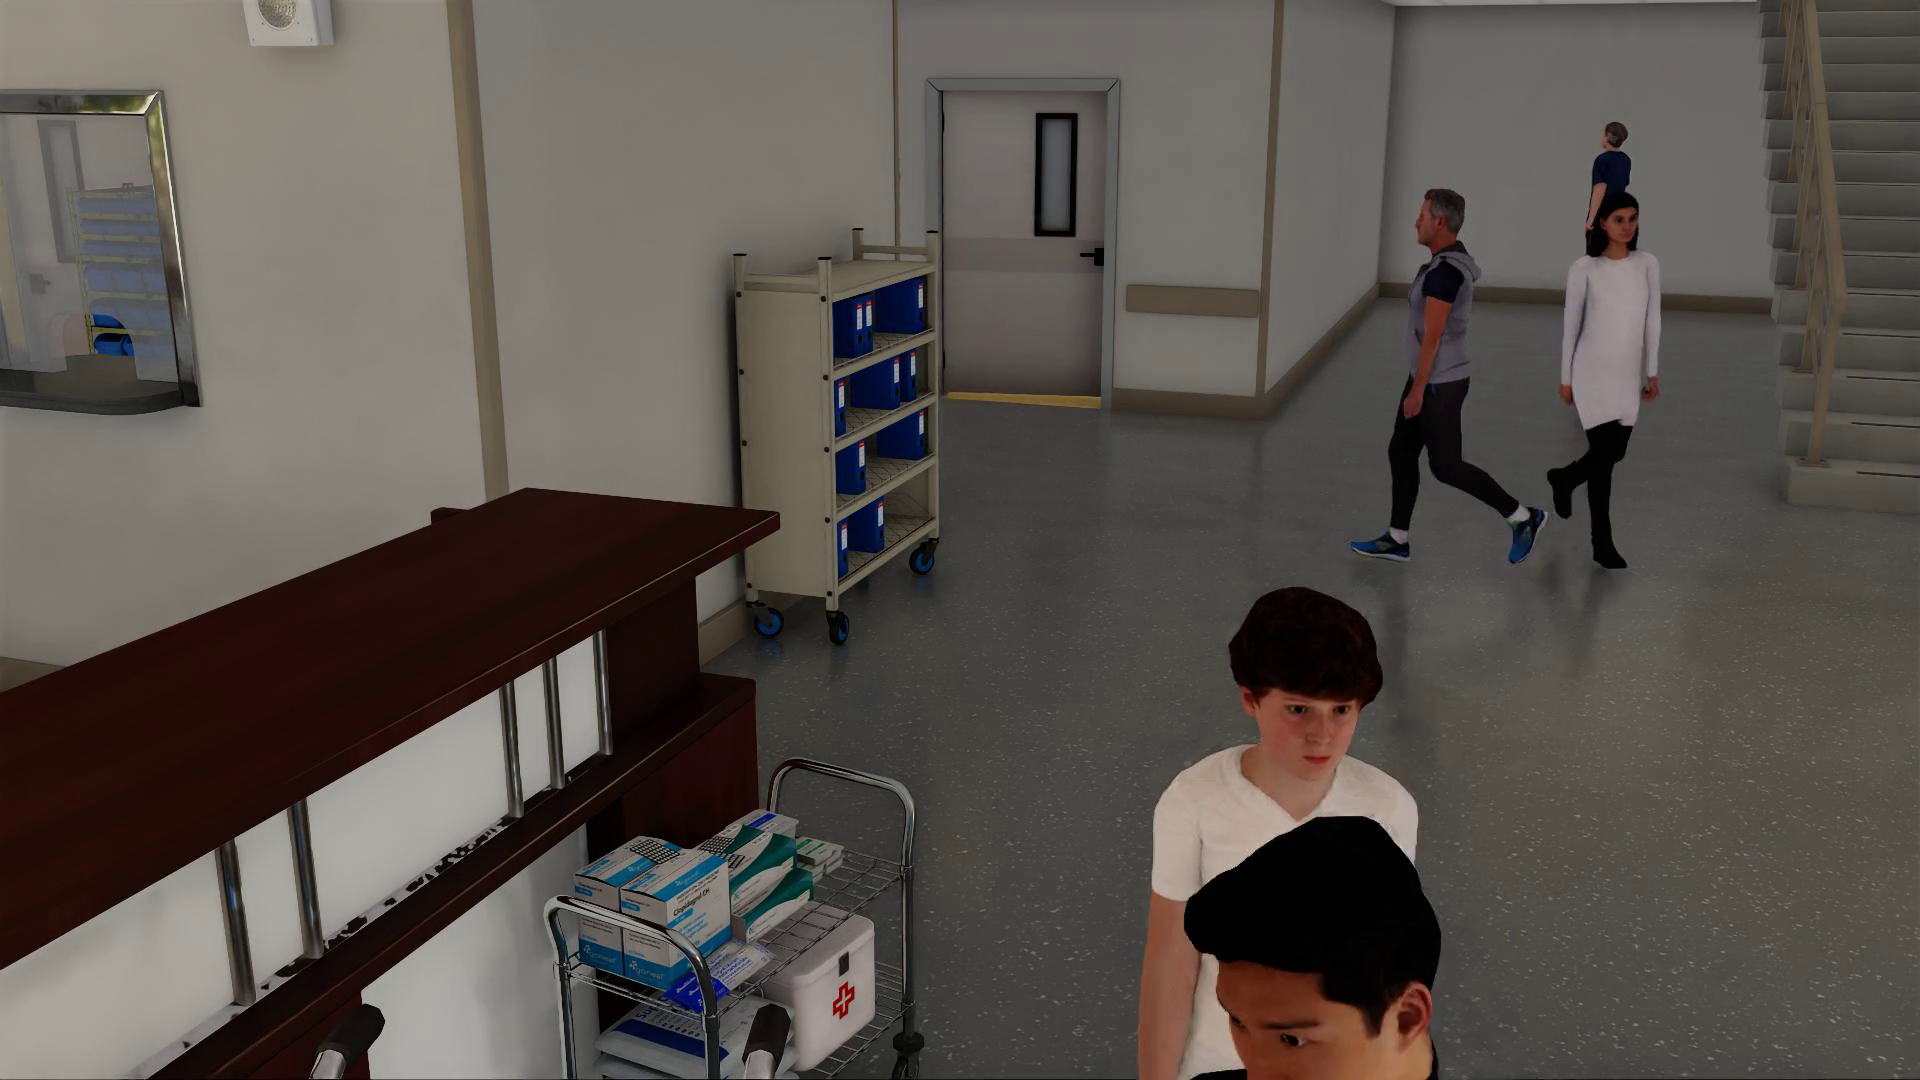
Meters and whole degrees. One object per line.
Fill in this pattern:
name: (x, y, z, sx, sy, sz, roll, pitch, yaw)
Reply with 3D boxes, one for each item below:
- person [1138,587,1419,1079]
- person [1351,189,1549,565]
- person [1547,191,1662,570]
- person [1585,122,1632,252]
person: (0.473, 0.843, 2.614, 0.680, 1.644, 0.772, 1, 16, 4)
person: (2.357, -0.718, 7.872, 0.845, 1.796, 1.091, 4, 16, 13)
person: (3.126, -0.784, 8.132, 0.950, 1.781, 1.168, -2, 16, -8)
person: (6.398, -3.181, 16.468, 0.696, 1.871, 0.797, -10, 19, -32)
